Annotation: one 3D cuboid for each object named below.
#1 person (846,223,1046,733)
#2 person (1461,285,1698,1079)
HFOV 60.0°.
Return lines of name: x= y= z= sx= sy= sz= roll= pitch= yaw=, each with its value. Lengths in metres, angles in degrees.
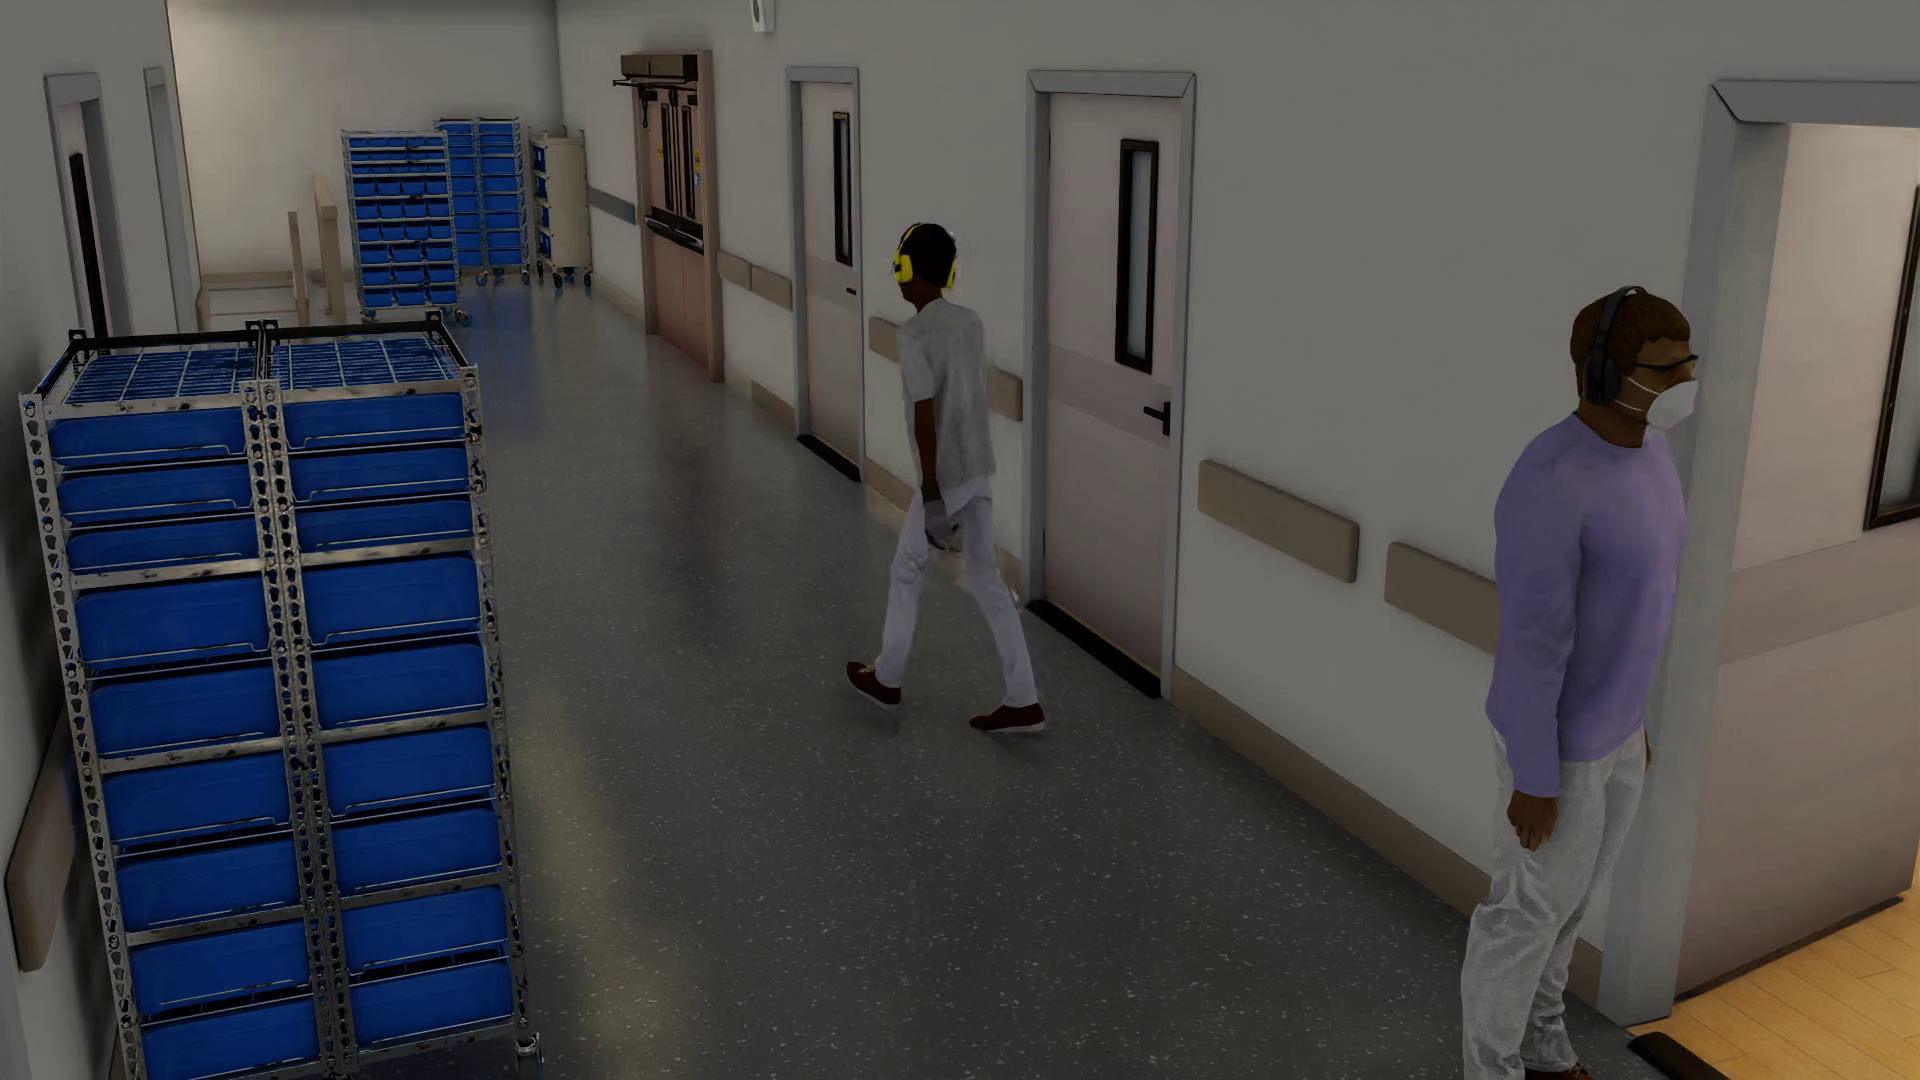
person: x=-0.076 y=-0.205 z=5.968 sx=0.958 sy=1.816 sz=0.549 roll=12 pitch=20 yaw=35
person: x=1.328 y=0.427 z=3.565 sx=0.373 sy=1.940 sz=0.628 roll=13 pitch=21 yaw=38
